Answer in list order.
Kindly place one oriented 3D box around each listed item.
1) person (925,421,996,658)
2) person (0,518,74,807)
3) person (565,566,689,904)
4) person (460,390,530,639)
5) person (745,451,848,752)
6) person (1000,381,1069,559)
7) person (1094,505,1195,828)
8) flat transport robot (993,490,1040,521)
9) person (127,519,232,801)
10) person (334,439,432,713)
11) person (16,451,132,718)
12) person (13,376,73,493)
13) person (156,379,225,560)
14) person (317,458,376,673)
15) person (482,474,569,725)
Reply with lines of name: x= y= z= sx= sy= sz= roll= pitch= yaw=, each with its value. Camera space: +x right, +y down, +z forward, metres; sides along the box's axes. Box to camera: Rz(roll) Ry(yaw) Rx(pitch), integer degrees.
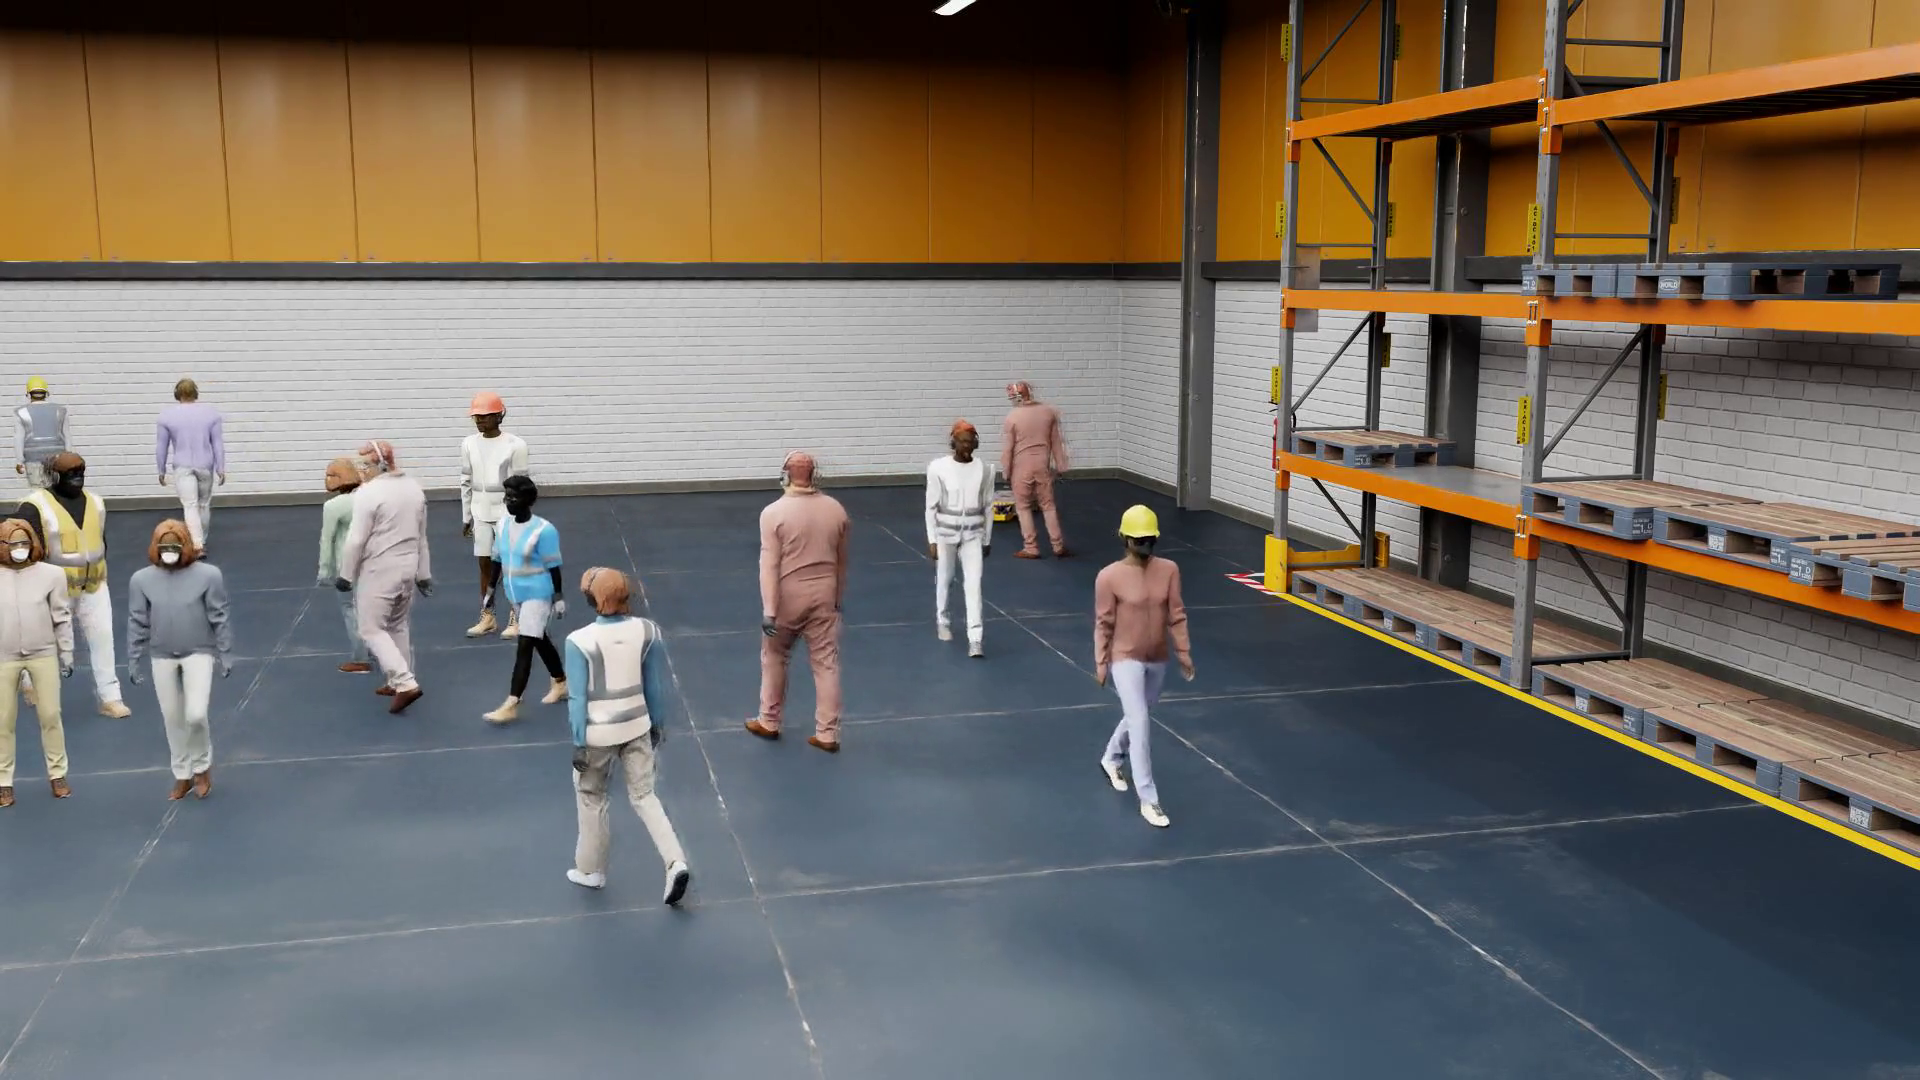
person: x=0.003 y=-0.032 z=13.201 sx=0.576 sy=1.835 sz=1.029 roll=-1 pitch=9 yaw=-8
person: x=-5.276 y=0.680 z=9.384 sx=0.505 sy=1.628 sz=0.276 roll=-6 pitch=11 yaw=-32
person: x=-1.599 y=0.926 z=7.888 sx=0.527 sy=1.612 sz=0.771 roll=-9 pitch=13 yaw=-44
person: x=-3.803 y=-0.199 z=13.554 sx=0.614 sy=2.041 sz=0.393 roll=3 pitch=10 yaw=17
person: x=-1.056 y=0.371 z=10.524 sx=0.672 sy=1.871 sz=0.874 roll=-7 pitch=11 yaw=-36
person: x=0.767 y=-0.729 z=17.419 sx=0.751 sy=1.870 sz=0.472 roll=-5 pitch=10 yaw=-27
person: x=0.975 y=0.642 z=9.284 sx=0.527 sy=1.731 sz=0.871 roll=-5 pitch=10 yaw=-27
flat transport robot: x=0.543 y=-0.439 z=20.566 sx=0.652 sy=0.197 sz=1.431 roll=4 pitch=10 yaw=25
person: x=-4.402 y=0.681 z=9.368 sx=0.535 sy=1.615 sz=0.421 roll=-1 pitch=9 yaw=-9
person: x=-3.901 y=0.234 z=11.374 sx=0.632 sy=1.875 sz=0.645 roll=3 pitch=10 yaw=18
person: x=-6.046 y=0.295 z=11.226 sx=0.876 sy=1.811 sz=0.621 roll=6 pitch=11 yaw=31
person: x=-10.378 y=-0.939 z=18.831 sx=0.600 sy=1.829 sz=0.404 roll=-9 pitch=12 yaw=-43
person: x=-8.076 y=-0.746 z=17.489 sx=0.648 sy=1.891 sz=1.028 roll=-6 pitch=11 yaw=-33
person: x=-4.569 y=0.198 z=12.408 sx=0.358 sy=1.620 sz=0.500 roll=3 pitch=9 yaw=15
person: x=-2.927 y=0.372 z=11.212 sx=0.551 sy=1.646 sz=0.880 roll=6 pitch=11 yaw=34
